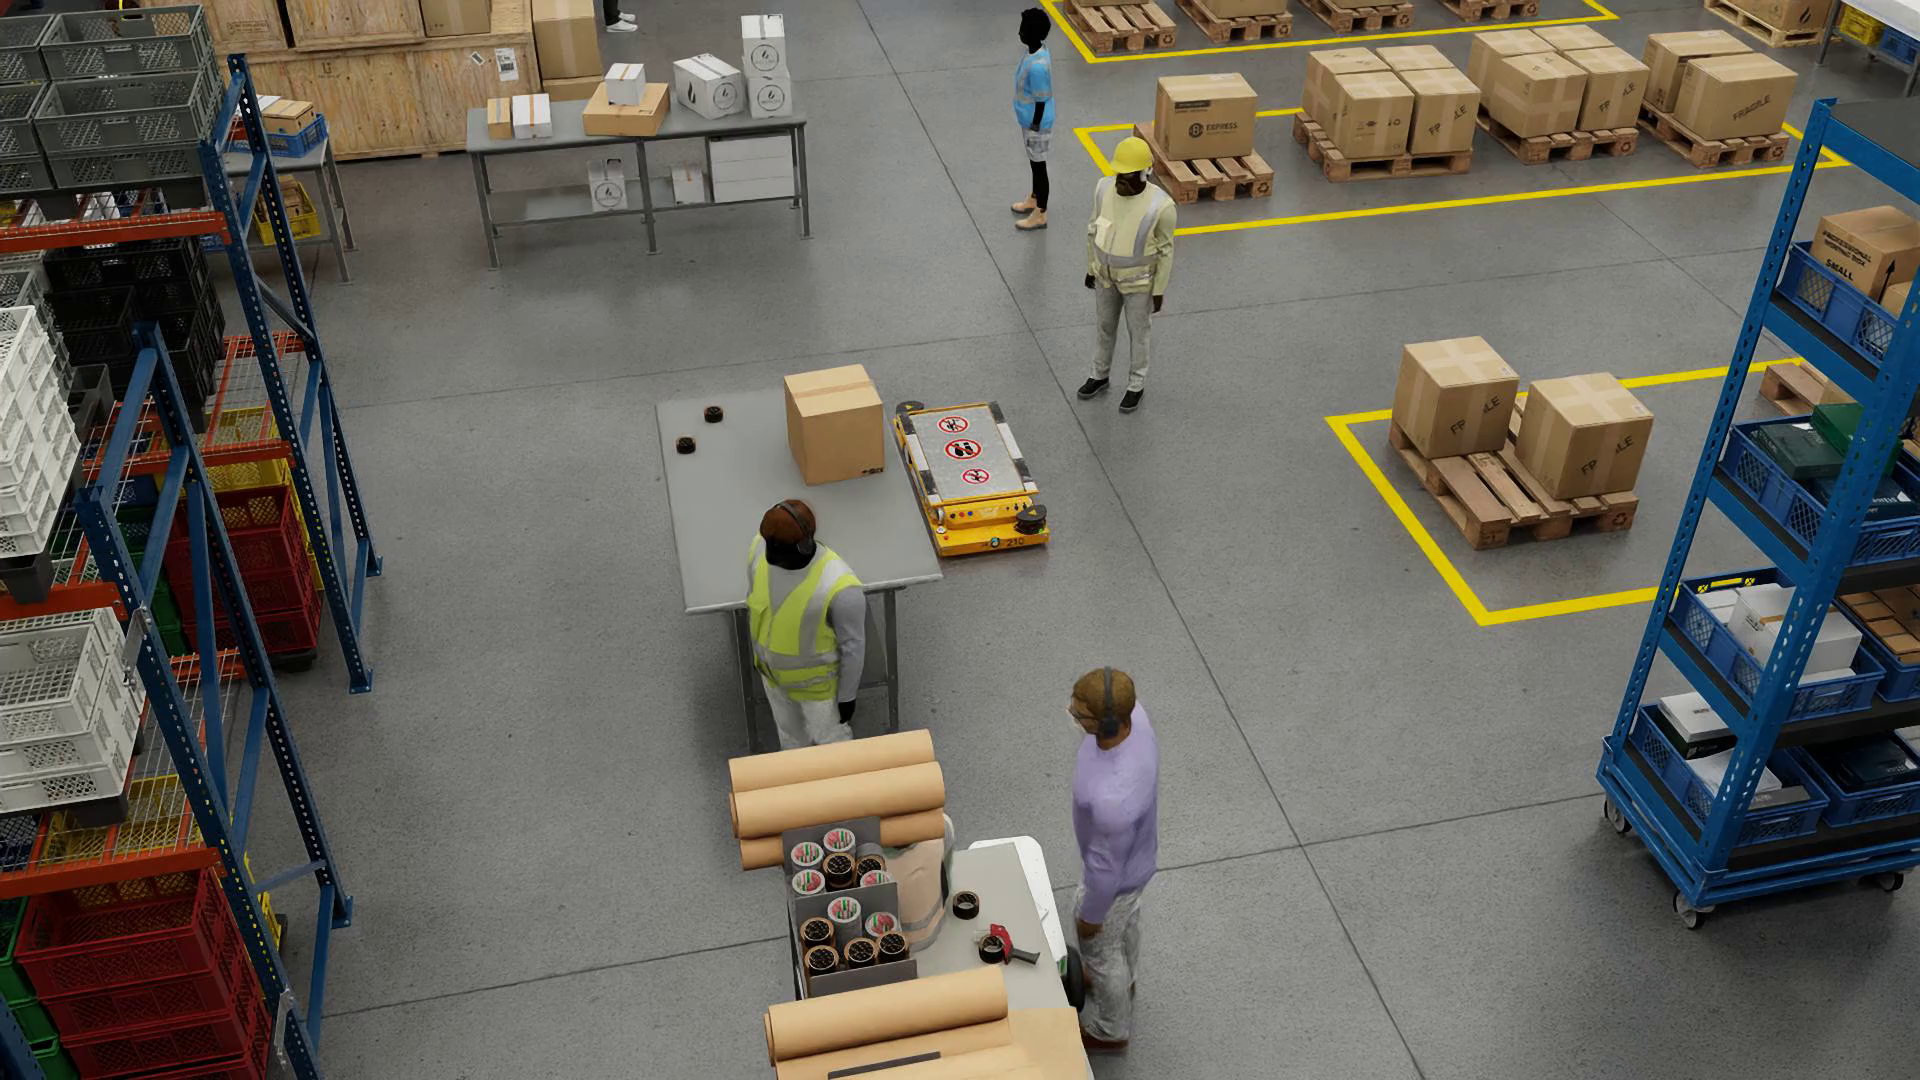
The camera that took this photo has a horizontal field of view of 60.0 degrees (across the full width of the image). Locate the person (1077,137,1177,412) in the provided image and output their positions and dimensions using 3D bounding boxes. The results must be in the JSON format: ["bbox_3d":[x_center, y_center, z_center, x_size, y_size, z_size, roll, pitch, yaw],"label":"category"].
[{"bbox_3d":[1.034,-1.669,10.473,0.587,1.835,0.404,24,43,28],"label":"person"}]

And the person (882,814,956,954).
[{"bbox_3d":[-0.210,1.531,6.342,0.516,1.630,0.318,-30,46,-34],"label":"person"}]

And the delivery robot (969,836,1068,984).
[{"bbox_3d":[0.232,1.591,7.081,0.477,0.478,0.707,-5,37,-7],"label":"delivery robot"}]

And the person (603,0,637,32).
[{"bbox_3d":[-3.417,-5.911,16.115,0.390,1.911,0.592,-9,38,-12],"label":"person"}]

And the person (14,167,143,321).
[{"bbox_3d":[-5.647,-1.859,10.689,0.574,1.883,0.355,-28,45,-32],"label":"person"}]

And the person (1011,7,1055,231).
[{"bbox_3d":[0.560,-3.198,12.641,0.321,1.697,0.530,-1,37,-1],"label":"person"}]

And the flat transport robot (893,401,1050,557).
[{"bbox_3d":[0.046,-0.430,10.108,0.652,0.197,1.431,-8,37,-10],"label":"flat transport robot"}]

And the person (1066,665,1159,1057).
[{"bbox_3d":[0.575,1.250,6.477,0.387,1.928,0.635,5,37,7],"label":"person"}]

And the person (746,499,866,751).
[{"bbox_3d":[-0.710,0.583,7.442,0.633,1.839,0.429,25,44,30],"label":"person"}]
